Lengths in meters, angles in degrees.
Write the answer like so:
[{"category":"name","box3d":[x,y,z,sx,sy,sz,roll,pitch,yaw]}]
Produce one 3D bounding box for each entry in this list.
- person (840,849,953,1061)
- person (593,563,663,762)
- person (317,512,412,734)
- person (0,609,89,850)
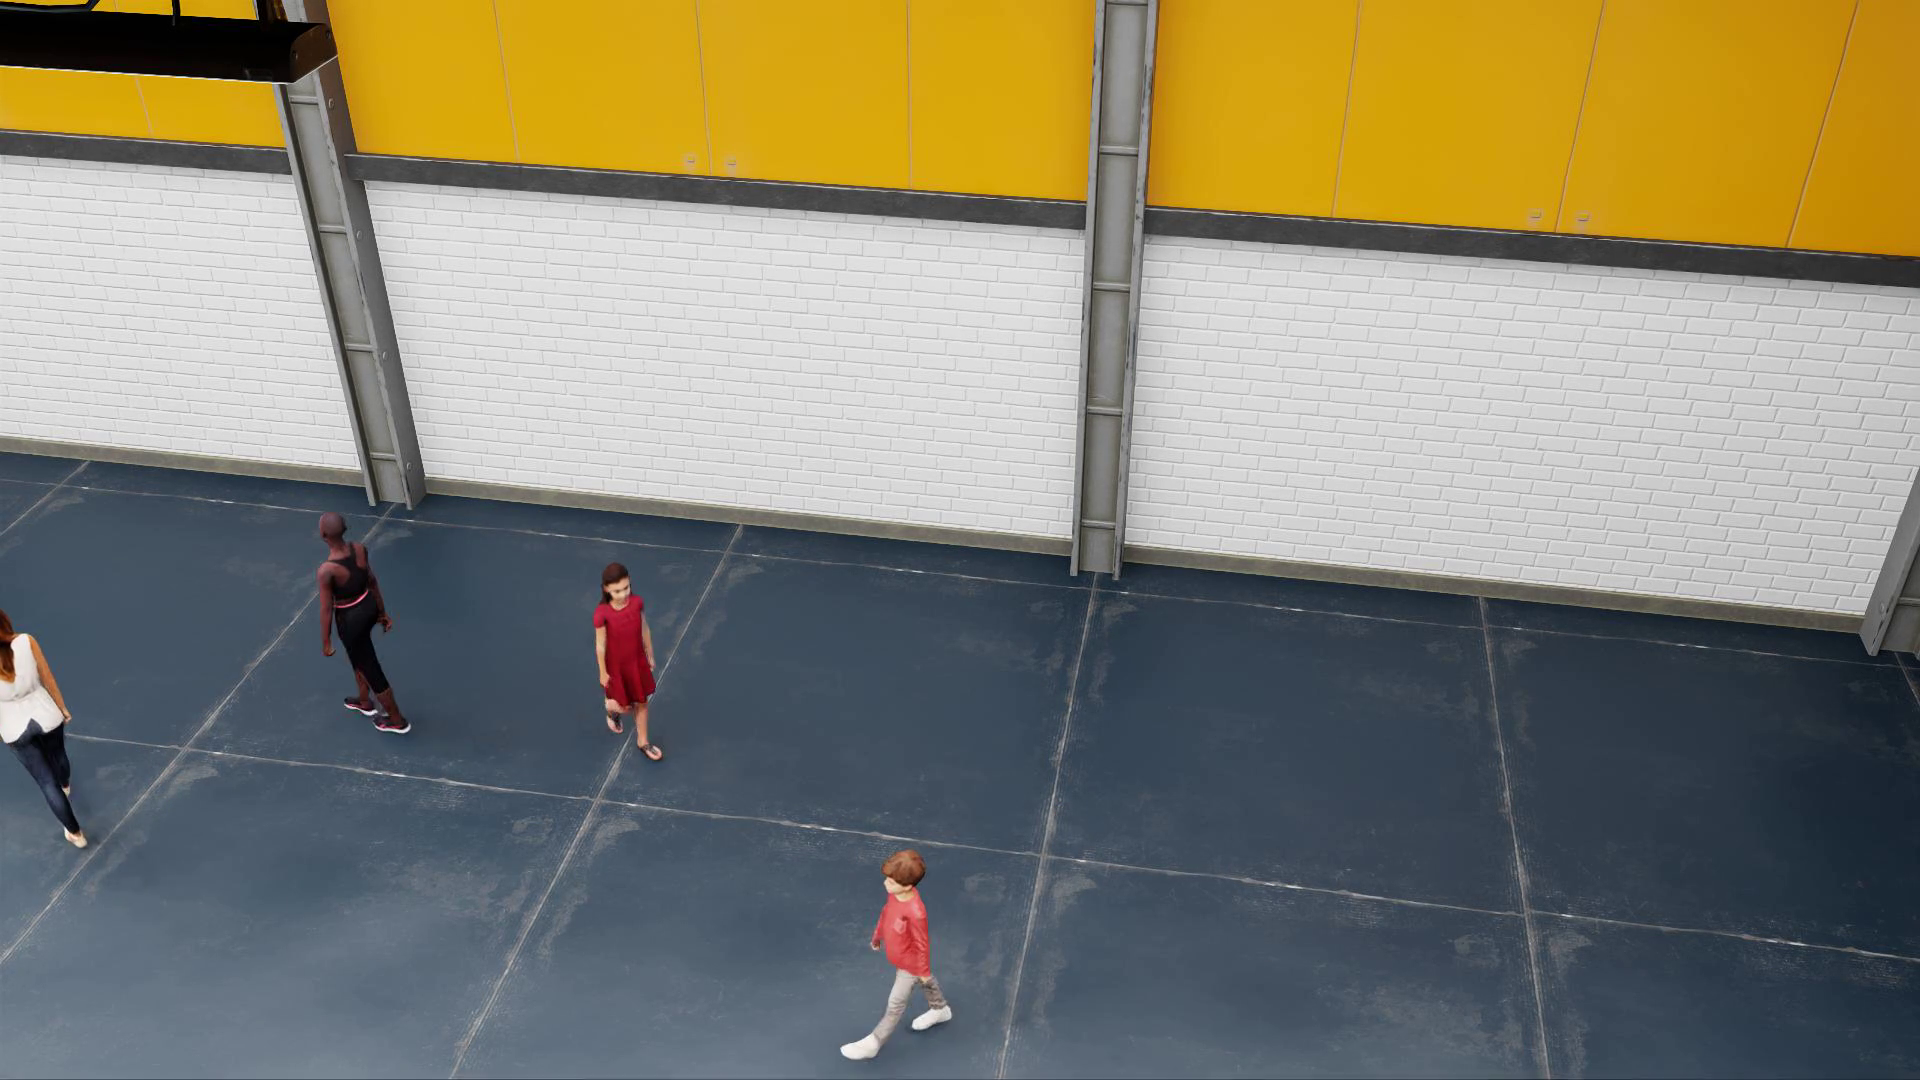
[{"category":"person","box3d":[-0.218,2.230,9.093,0.993,1.386,0.827,-12,36,-18]},{"category":"person","box3d":[-2.276,0.776,11.137,0.790,1.546,0.875,-26,41,-33]},{"category":"person","box3d":[-3.974,0.598,11.224,0.894,1.745,0.734,13,36,18]},{"category":"person","box3d":[-5.728,1.193,10.323,0.969,1.752,1.109,-28,43,-35]}]
